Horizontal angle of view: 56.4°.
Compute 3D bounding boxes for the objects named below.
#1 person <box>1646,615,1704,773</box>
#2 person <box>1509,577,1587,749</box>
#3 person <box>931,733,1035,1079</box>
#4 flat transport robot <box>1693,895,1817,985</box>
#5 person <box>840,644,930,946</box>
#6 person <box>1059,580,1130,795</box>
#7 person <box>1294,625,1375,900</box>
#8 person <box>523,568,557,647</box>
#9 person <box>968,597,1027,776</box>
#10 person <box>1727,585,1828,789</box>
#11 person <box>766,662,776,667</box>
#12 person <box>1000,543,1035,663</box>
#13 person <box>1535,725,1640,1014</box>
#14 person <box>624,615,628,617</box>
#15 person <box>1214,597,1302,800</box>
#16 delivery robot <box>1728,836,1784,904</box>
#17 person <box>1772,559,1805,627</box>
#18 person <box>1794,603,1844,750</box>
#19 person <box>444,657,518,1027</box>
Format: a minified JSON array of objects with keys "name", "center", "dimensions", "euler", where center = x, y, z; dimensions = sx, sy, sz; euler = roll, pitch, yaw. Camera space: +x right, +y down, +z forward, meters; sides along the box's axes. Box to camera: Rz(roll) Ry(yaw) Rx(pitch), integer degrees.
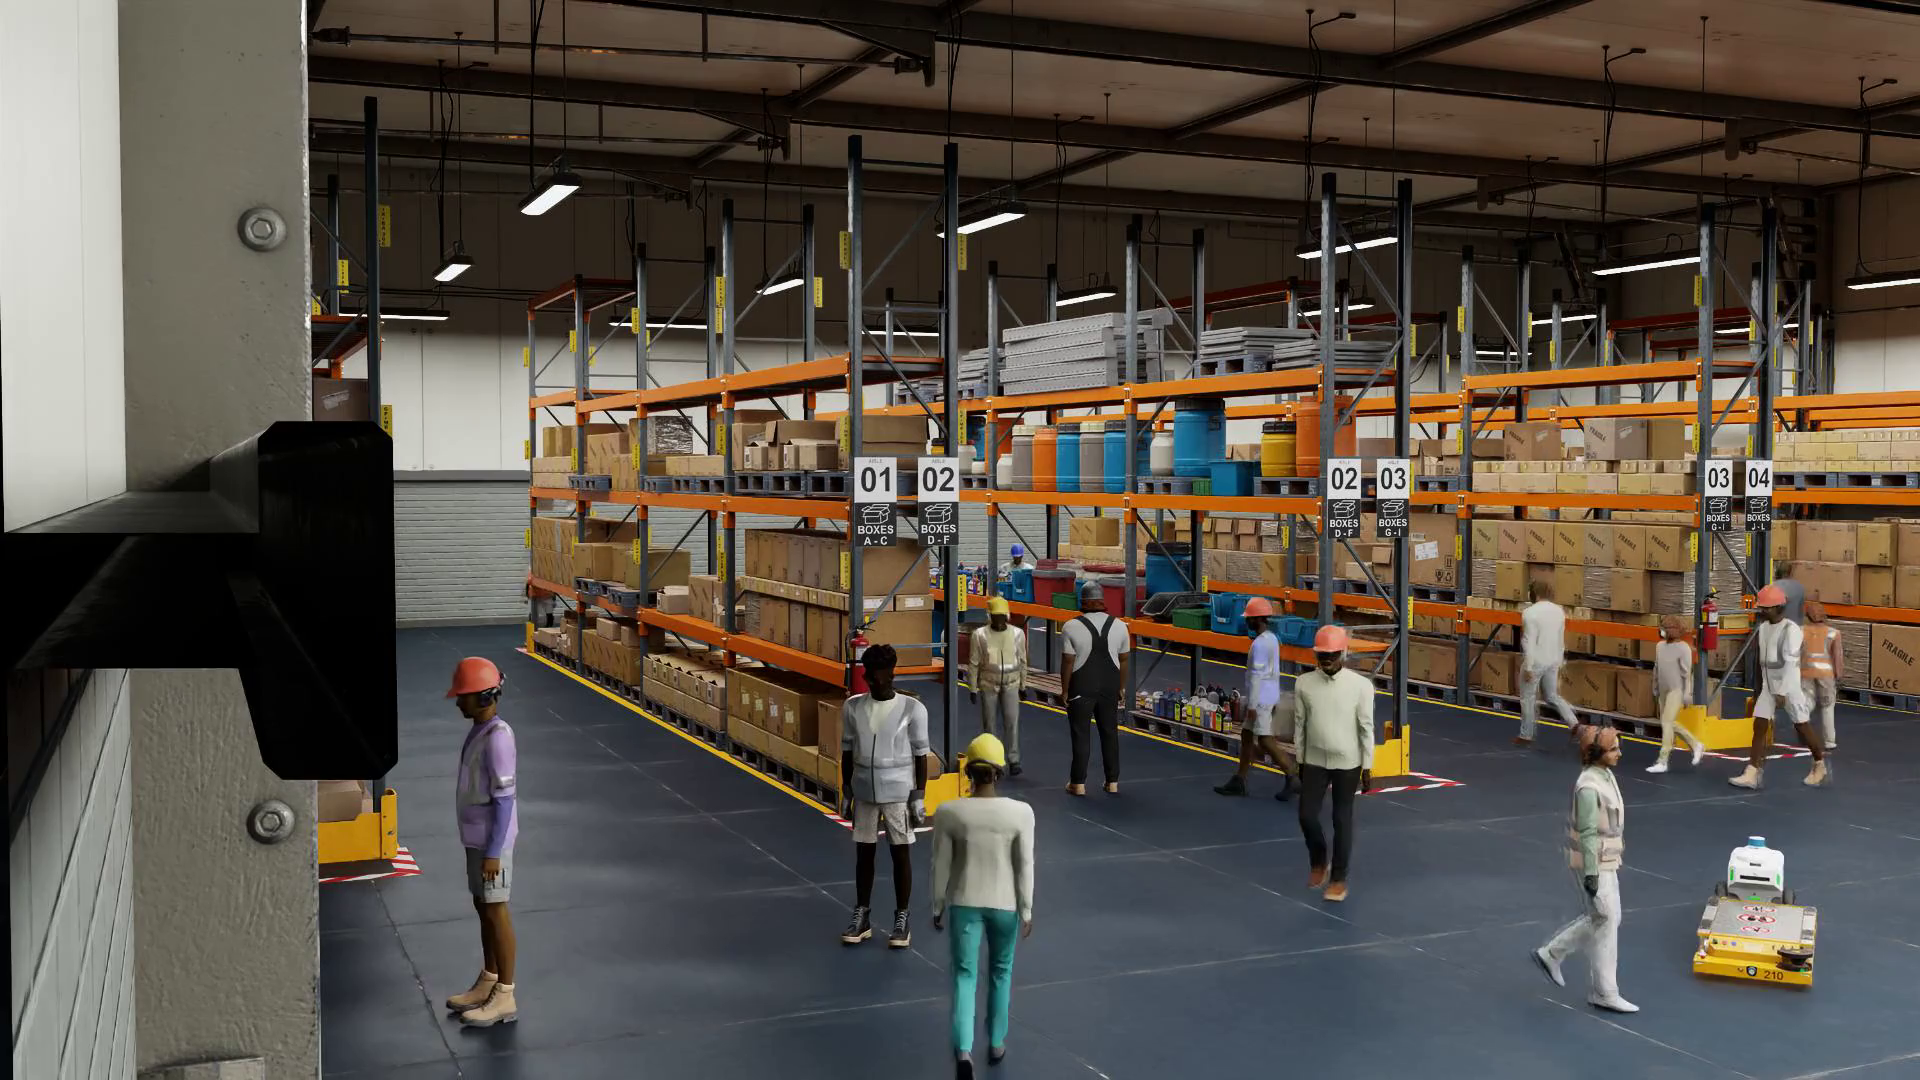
[{"name":"person","center":[7.343,1.561,18.361],"dimensions":[0.697,1.610,0.507],"euler":[-1,2,-15]},{"name":"person","center":[6.476,1.367,19.737],"dimensions":[0.629,1.908,0.858],"euler":[-1,3,-31]},{"name":"person","center":[0.111,1.855,9.080],"dimensions":[0.527,1.740,0.811],"euler":[0,2,4]},{"name":"flat transport robot","center":[5.051,2.511,11.342],"dimensions":[0.652,0.197,1.431],"euler":[1,2,27]},{"name":"person","center":[-0.504,1.647,11.651],"dimensions":[0.608,1.957,0.390],"euler":[1,2,19]},{"name":"person","center":[1.251,1.416,17.149],"dimensions":[0.689,2.000,0.538],"euler":[-1,2,-16]},{"name":"person","center":[2.675,1.594,12.852],"dimensions":[0.616,1.979,0.423],"euler":[1,2,27]},{"name":"person","center":[-7.360,1.038,31.344],"dimensions":[0.632,1.669,0.318],"euler":[-1,2,-15]},{"name":"person","center":[0.398,1.479,18.049],"dimensions":[0.625,1.789,0.892],"euler":[0,2,-7]},{"name":"person","center":[8.002,1.423,17.398],"dimensions":[1.091,1.988,0.626],"euler":[-1,2,-15]},{"name":"person","center":[-2.756,1.178,25.925],"dimensions":[0.588,1.790,0.955],"euler":[-1,2,-18]},{"name":"person","center":[0.926,1.012,28.684],"dimensions":[0.623,1.923,0.471],"euler":[0,2,3]},{"name":"person","center":[3.614,1.863,10.285],"dimensions":[0.515,1.623,0.526],"euler":[1,3,29]},{"name":"person","center":[-5.717,0.898,31.443],"dimensions":[0.372,1.940,0.631],"euler":[0,2,9]},{"name":"person","center":[2.844,1.477,16.833],"dimensions":[0.887,1.905,0.557],"euler":[1,2,19]},{"name":"delivery robot","center":[5.483,2.287,12.330],"dimensions":[0.477,0.478,0.707],"euler":[1,2,26]},{"name":"person","center":[10.886,1.208,23.584],"dimensions":[0.647,1.924,0.657],"euler":[-1,2,-27]},{"name":"person","center":[9.412,1.505,19.702],"dimensions":[0.545,1.617,0.568],"euler":[2,3,42]},{"name":"person","center":[-2.684,1.670,10.041],"dimensions":[0.391,2.042,0.616],"euler":[-1,2,-27]}]
